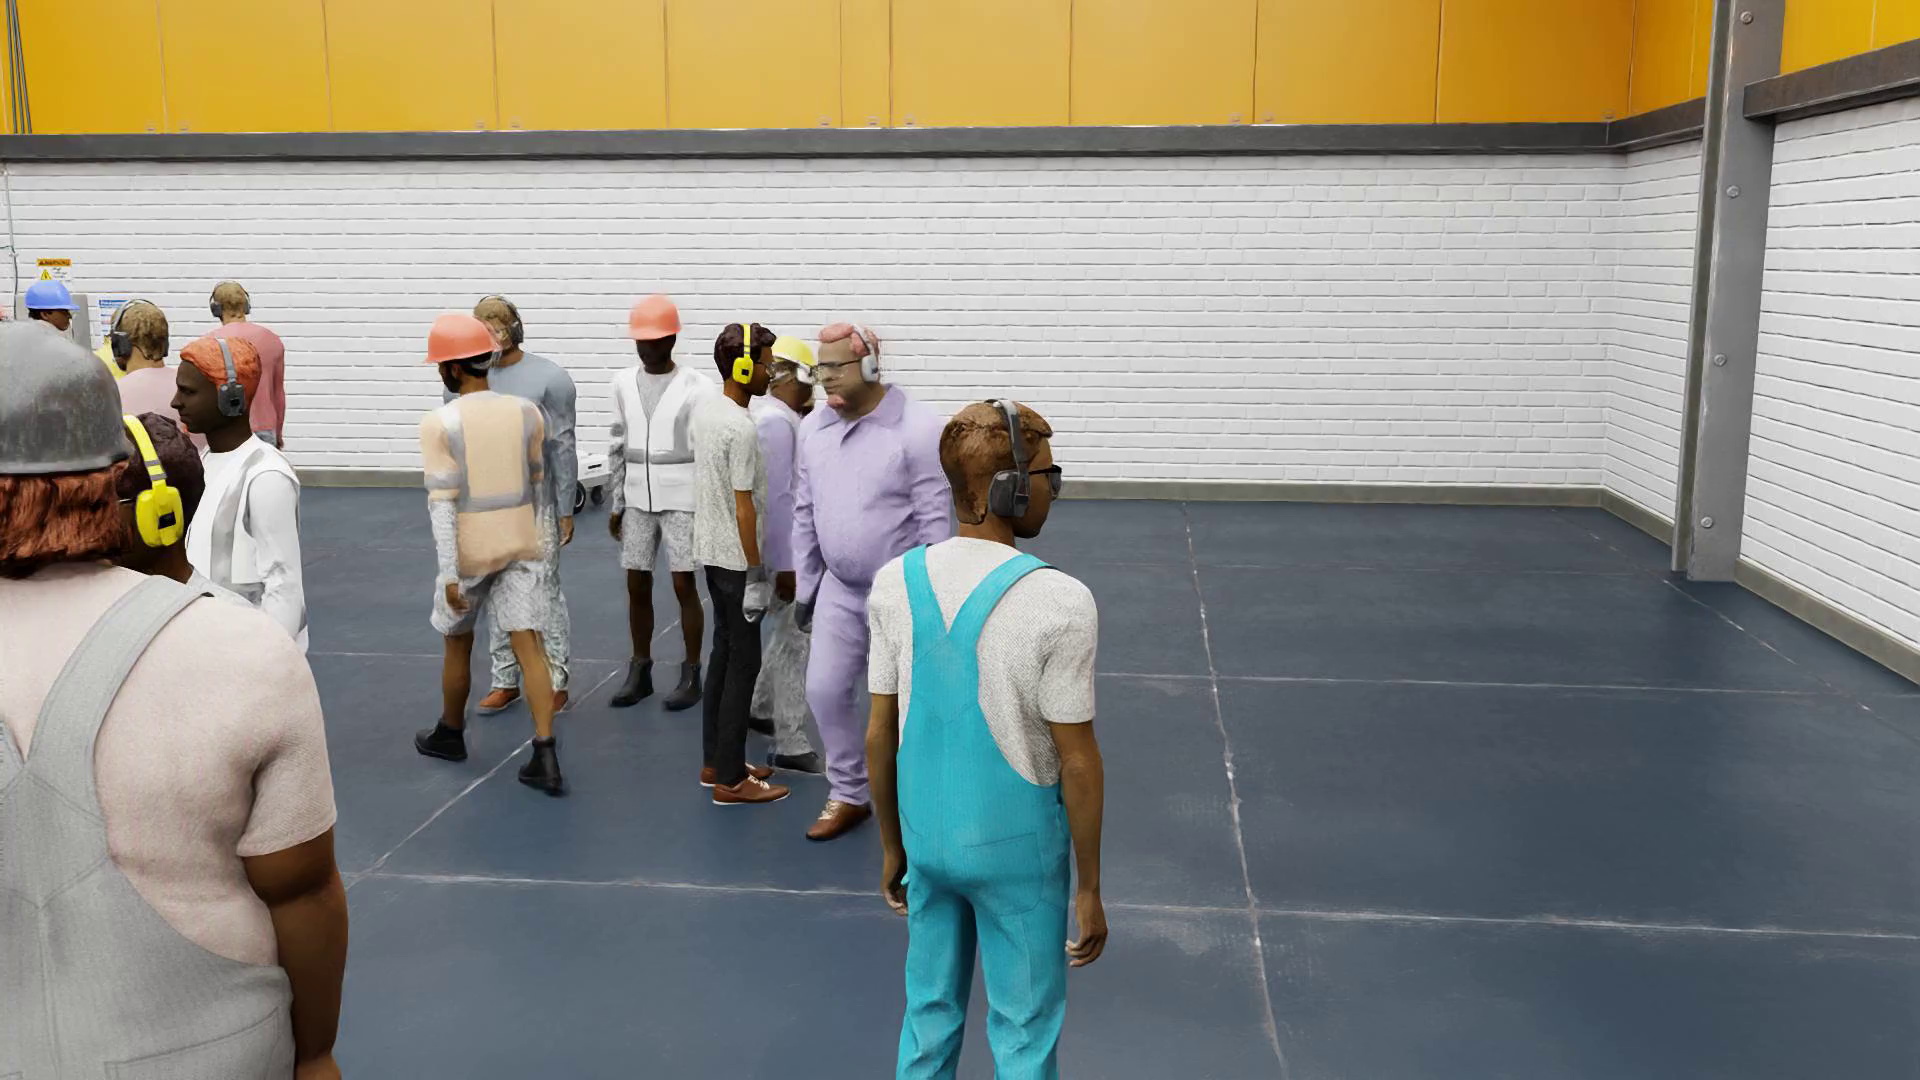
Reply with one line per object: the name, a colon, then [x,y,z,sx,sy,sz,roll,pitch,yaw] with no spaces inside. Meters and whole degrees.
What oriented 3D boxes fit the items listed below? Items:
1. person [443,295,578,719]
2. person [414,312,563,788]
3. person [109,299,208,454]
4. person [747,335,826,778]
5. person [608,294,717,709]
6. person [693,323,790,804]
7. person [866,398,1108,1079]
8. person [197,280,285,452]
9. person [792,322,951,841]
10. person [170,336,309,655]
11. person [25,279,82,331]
person: [-2.044,-0.145,7.583,0.636,1.928,0.383,2,10,9]
person: [-1.898,0.037,6.664,0.546,1.887,0.967,-8,13,-39]
person: [-3.122,0.037,6.493,0.357,1.938,0.638,3,10,18]
person: [-0.738,0.057,6.858,0.466,1.783,0.646,0,10,2]
person: [-1.401,-0.171,7.728,0.575,1.921,0.405,3,10,18]
person: [-0.846,0.098,6.399,0.341,1.856,0.523,-5,11,-24]
person: [0.054,0.642,3.303,0.516,1.841,0.325,6,12,32]
person: [-4.499,-0.653,10.449,0.369,1.936,0.630,5,11,25]
person: [-0.307,0.172,5.898,0.649,1.878,0.469,7,12,33]
person: [-2.079,0.359,4.815,0.355,1.882,0.575,-9,14,-43]
person: [-5.489,-0.599,10.105,0.400,1.945,0.615,-6,11,-30]
